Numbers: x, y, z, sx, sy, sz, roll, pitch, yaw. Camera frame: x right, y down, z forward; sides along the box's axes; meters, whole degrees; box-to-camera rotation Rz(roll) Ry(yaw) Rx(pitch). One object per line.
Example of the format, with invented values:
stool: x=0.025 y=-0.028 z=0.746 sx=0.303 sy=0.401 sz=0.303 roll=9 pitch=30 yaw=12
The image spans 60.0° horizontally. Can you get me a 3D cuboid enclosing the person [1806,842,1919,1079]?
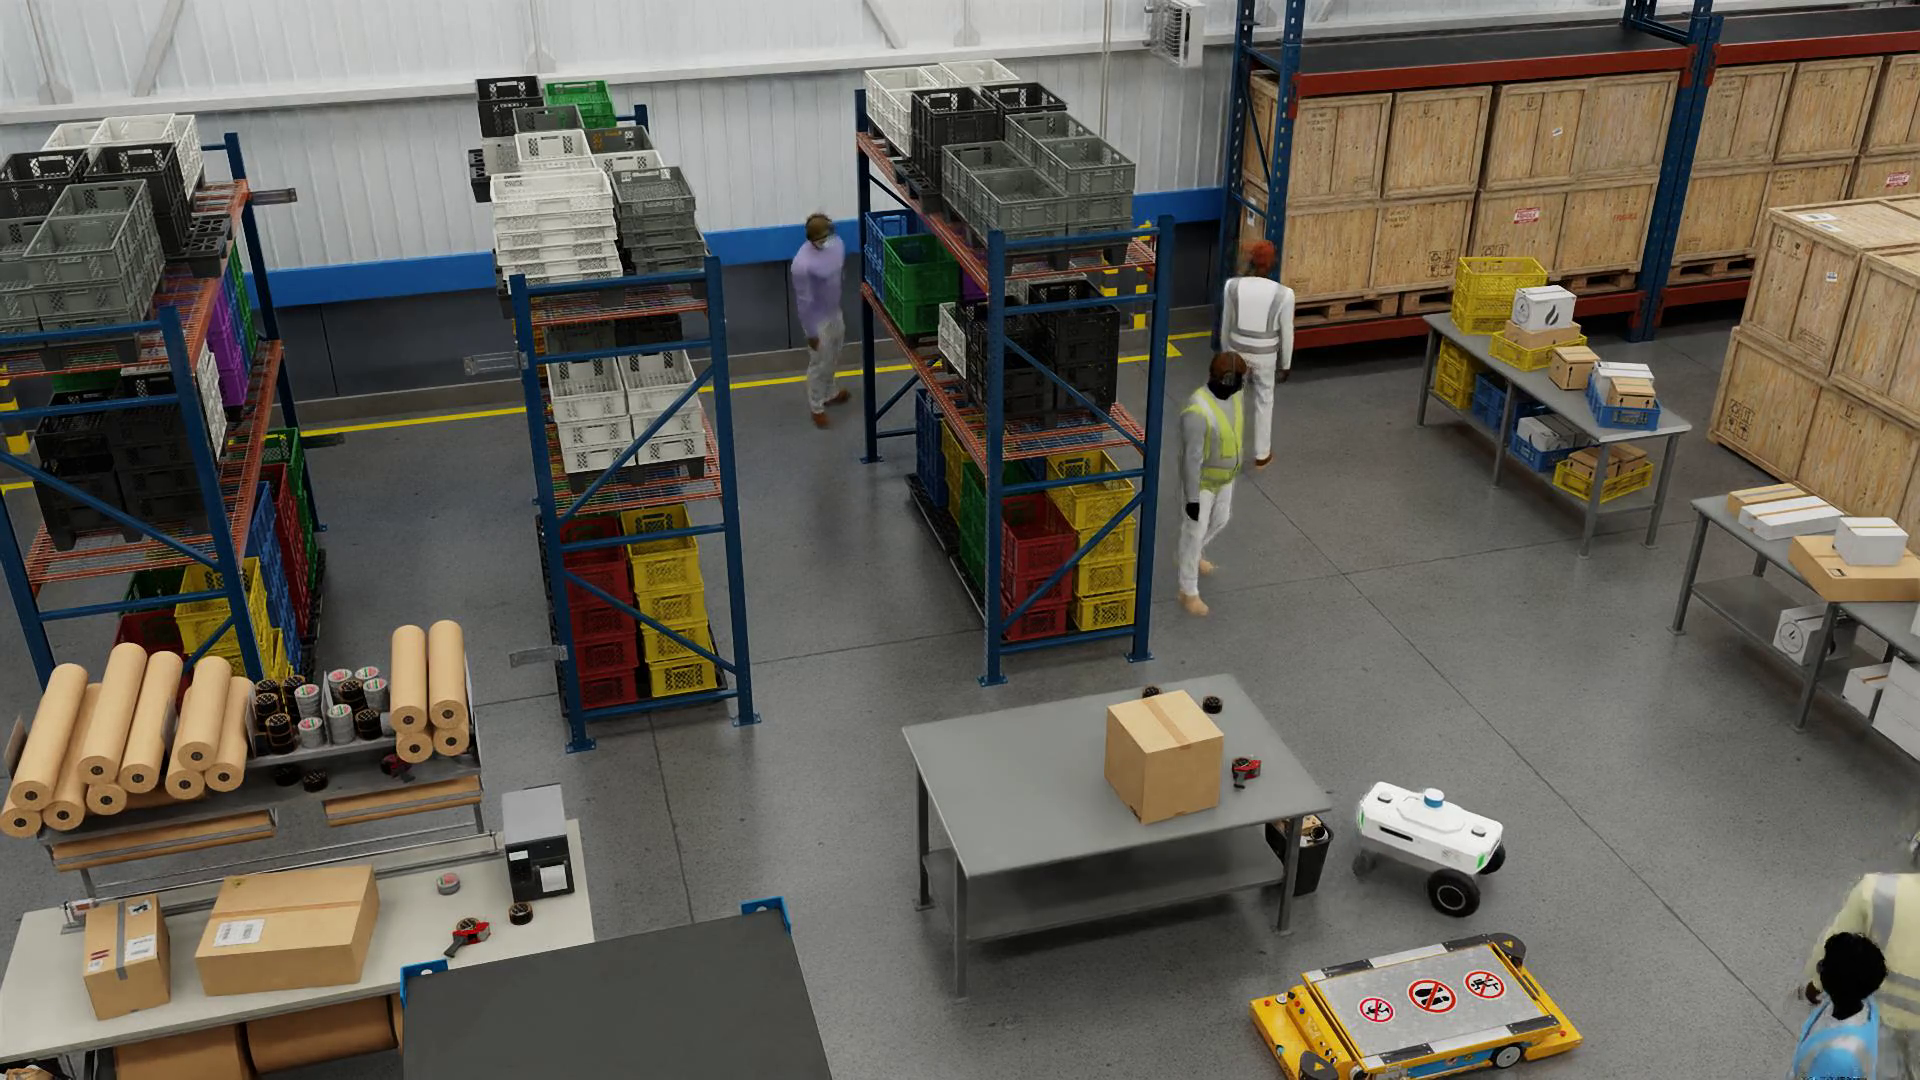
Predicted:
person: x=4.004 y=1.935 z=7.042 sx=0.819 sy=1.800 sz=0.430 roll=15 pitch=32 yaw=25

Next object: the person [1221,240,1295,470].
person: x=2.333 y=-1.451 z=13.122 sx=0.601 sy=1.881 sz=0.415 roll=12 pitch=31 yaw=20

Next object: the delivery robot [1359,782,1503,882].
delivery robot: x=2.511 y=1.555 z=8.918 sx=0.707 sy=0.478 sz=0.477 roll=18 pitch=33 yaw=29

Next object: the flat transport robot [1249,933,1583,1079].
flat transport robot: x=2.184 y=2.282 z=7.980 sx=1.431 sy=0.197 sz=0.652 roll=-8 pitch=30 yaw=-14

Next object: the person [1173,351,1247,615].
person: x=1.629 y=-0.418 z=11.308 sx=0.512 sy=1.827 sz=0.771 roll=21 pitch=35 yaw=34

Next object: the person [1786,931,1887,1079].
person: x=3.367 y=2.268 z=6.545 sx=0.369 sy=1.672 sz=0.557 roll=14 pitch=32 yaw=23

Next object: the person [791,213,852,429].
person: x=-1.134 y=-1.865 z=13.859 sx=0.454 sy=1.893 sz=0.783 roll=14 pitch=32 yaw=24
